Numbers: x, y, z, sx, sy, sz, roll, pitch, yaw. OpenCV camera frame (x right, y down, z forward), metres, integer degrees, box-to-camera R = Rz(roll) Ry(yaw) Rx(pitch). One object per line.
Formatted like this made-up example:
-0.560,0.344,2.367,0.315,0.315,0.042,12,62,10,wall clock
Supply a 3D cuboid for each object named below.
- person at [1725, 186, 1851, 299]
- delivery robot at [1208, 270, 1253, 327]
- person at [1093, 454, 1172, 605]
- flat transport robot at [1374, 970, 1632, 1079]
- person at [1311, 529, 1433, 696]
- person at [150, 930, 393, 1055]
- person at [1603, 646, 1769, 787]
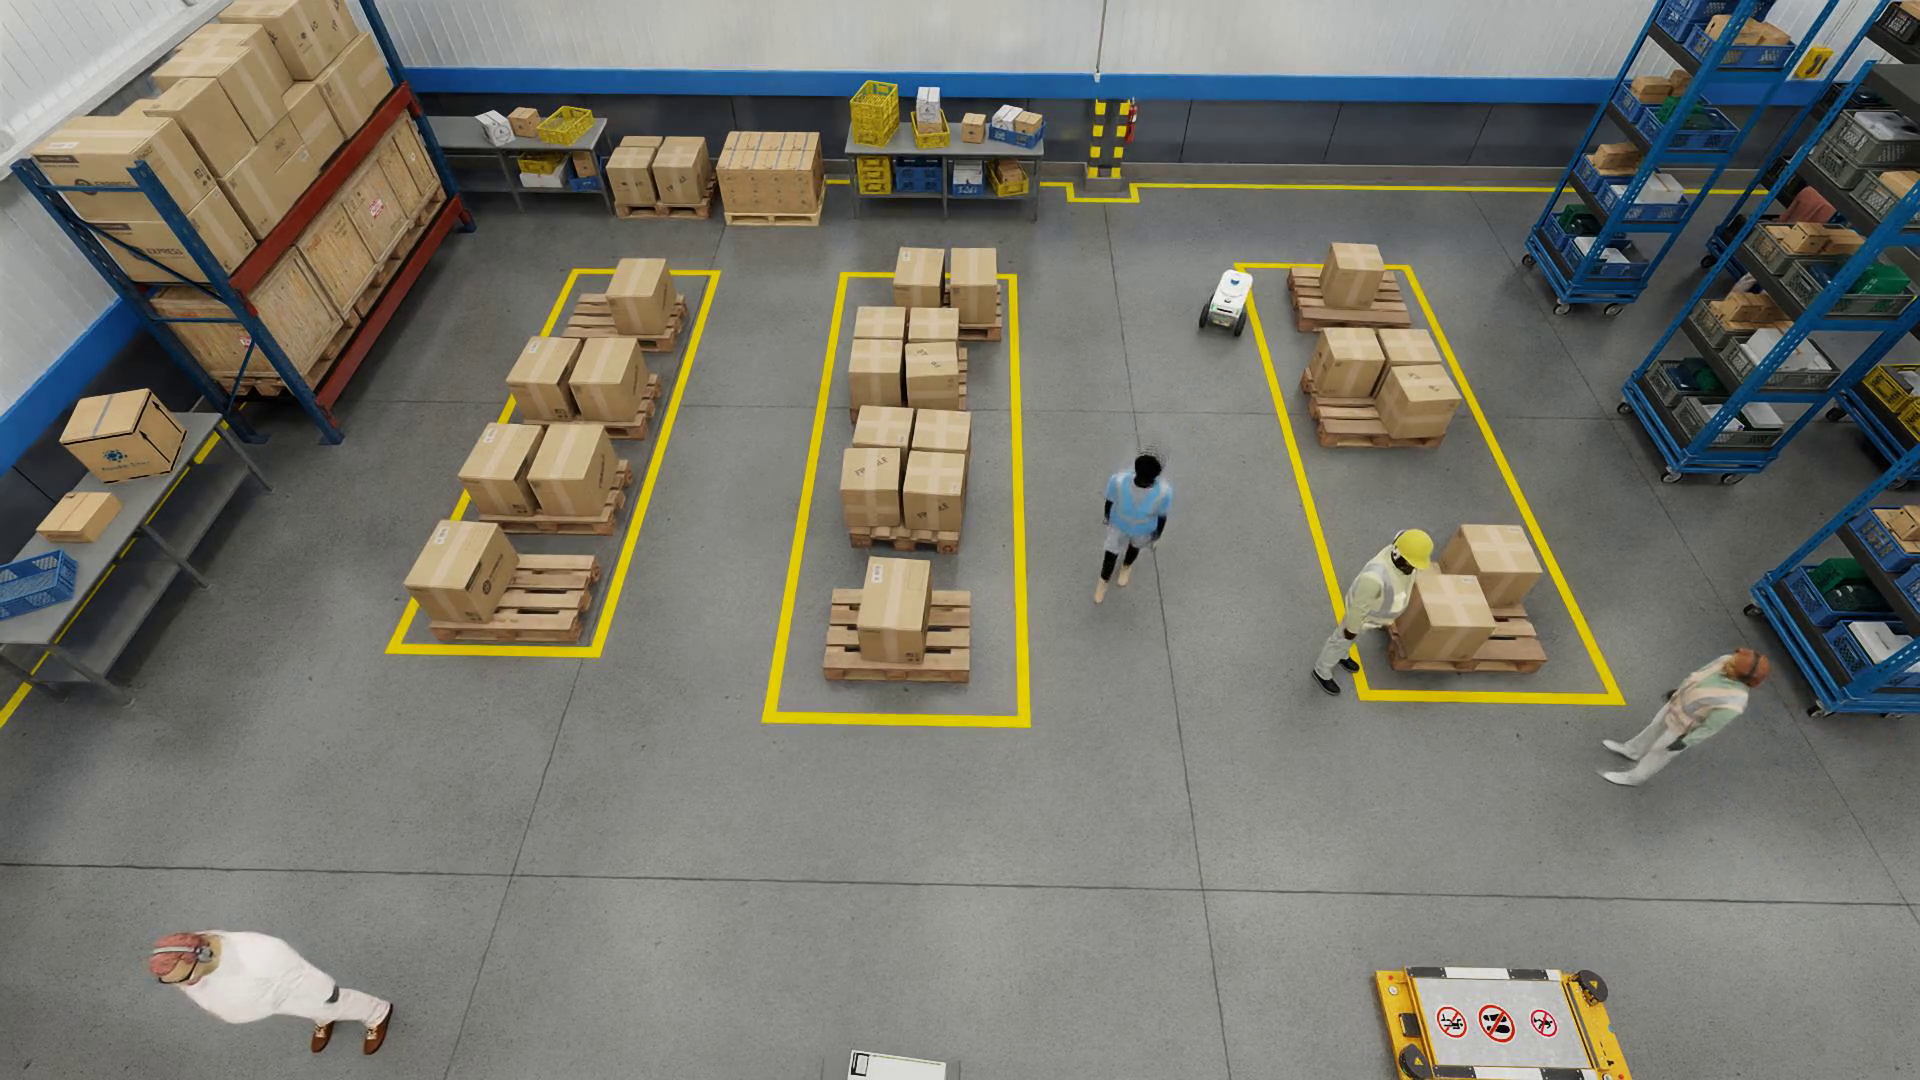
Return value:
9.040,-3.157,9.947,0.413,1.984,0.624,-19,53,-15,person
3.113,-2.804,10.514,0.477,0.478,0.707,19,53,15,delivery robot
1.422,-0.066,7.620,0.547,1.672,0.650,12,52,10,person
3.501,3.133,5.914,1.431,0.197,0.652,1,51,1,flat transport robot
3.163,0.530,7.039,0.589,1.827,0.404,-34,58,-24,person
-3.961,2.620,5.294,0.651,1.900,0.401,3,51,2,person
5.176,1.272,6.554,0.310,1.638,0.522,18,53,14,person
